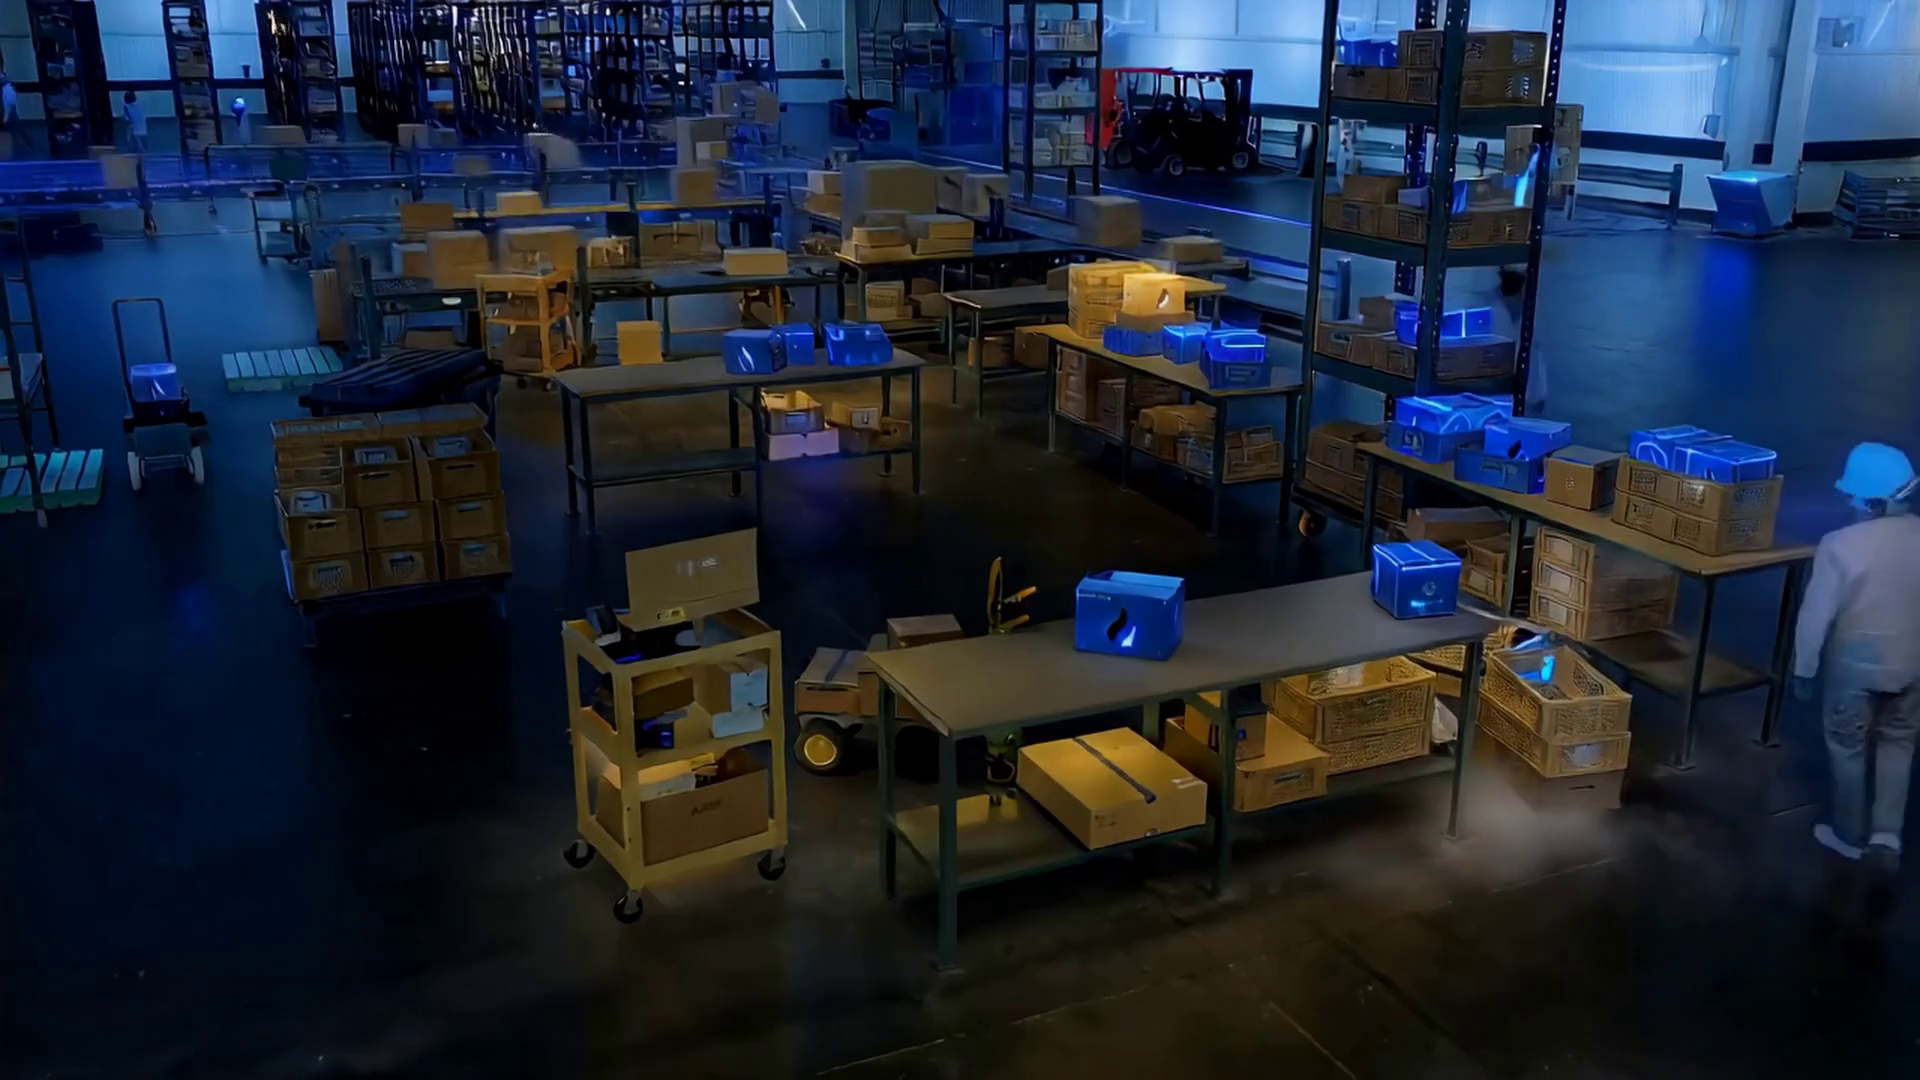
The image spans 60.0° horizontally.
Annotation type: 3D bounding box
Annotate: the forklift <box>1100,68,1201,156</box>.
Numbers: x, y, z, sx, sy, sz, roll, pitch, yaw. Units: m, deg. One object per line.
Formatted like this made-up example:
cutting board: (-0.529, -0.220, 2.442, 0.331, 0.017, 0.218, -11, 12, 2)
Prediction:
forklift: (4.082, -9.564, 37.410, 2.680, 1.987, 1.157, -8, 19, -23)

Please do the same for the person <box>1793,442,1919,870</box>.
person: (3.622, 0.493, 6.555, 0.629, 1.791, 0.523, 2, 18, 6)

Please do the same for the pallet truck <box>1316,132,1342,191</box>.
pallet truck: (7.723, -7.504, 32.656, 1.601, 1.201, 0.680, -8, 19, -23)

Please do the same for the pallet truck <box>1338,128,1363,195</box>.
pallet truck: (7.845, -7.140, 31.411, 1.522, 1.261, 0.704, -9, 20, -25)

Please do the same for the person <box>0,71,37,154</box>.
person: (-23.276, -10.433, 40.651, 1.061, 1.982, 0.632, -8, 19, -23)

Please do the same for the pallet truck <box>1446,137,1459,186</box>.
pallet truck: (9.184, -6.485, 29.328, 1.630, 1.274, 0.653, -8, 19, -23)

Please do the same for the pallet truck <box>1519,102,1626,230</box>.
pallet truck: (9.972, -6.037, 26.785, 1.885, 1.965, 0.823, -9, 20, -25)

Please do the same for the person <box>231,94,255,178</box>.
person: (-14.555, -8.138, 33.779, 0.305, 1.771, 0.525, -7, 19, -21)

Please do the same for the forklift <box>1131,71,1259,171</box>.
forklift: (4.998, -8.936, 35.413, 2.680, 1.987, 1.157, -9, 20, -25)

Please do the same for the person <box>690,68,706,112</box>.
person: (-7.406, -12.322, 46.657, 0.895, 1.937, 0.669, 0, 18, 0)

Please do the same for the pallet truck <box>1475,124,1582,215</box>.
pallet truck: (9.707, -6.455, 28.103, 1.885, 1.965, 0.823, -7, 19, -20)

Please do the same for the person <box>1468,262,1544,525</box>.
person: (3.682, -1.041, 11.196, 0.587, 1.899, 0.895, -5, 18, -15)

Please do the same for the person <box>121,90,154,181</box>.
person: (-16.882, -8.290, 34.133, 0.373, 1.841, 0.570, 7, 19, 21)
